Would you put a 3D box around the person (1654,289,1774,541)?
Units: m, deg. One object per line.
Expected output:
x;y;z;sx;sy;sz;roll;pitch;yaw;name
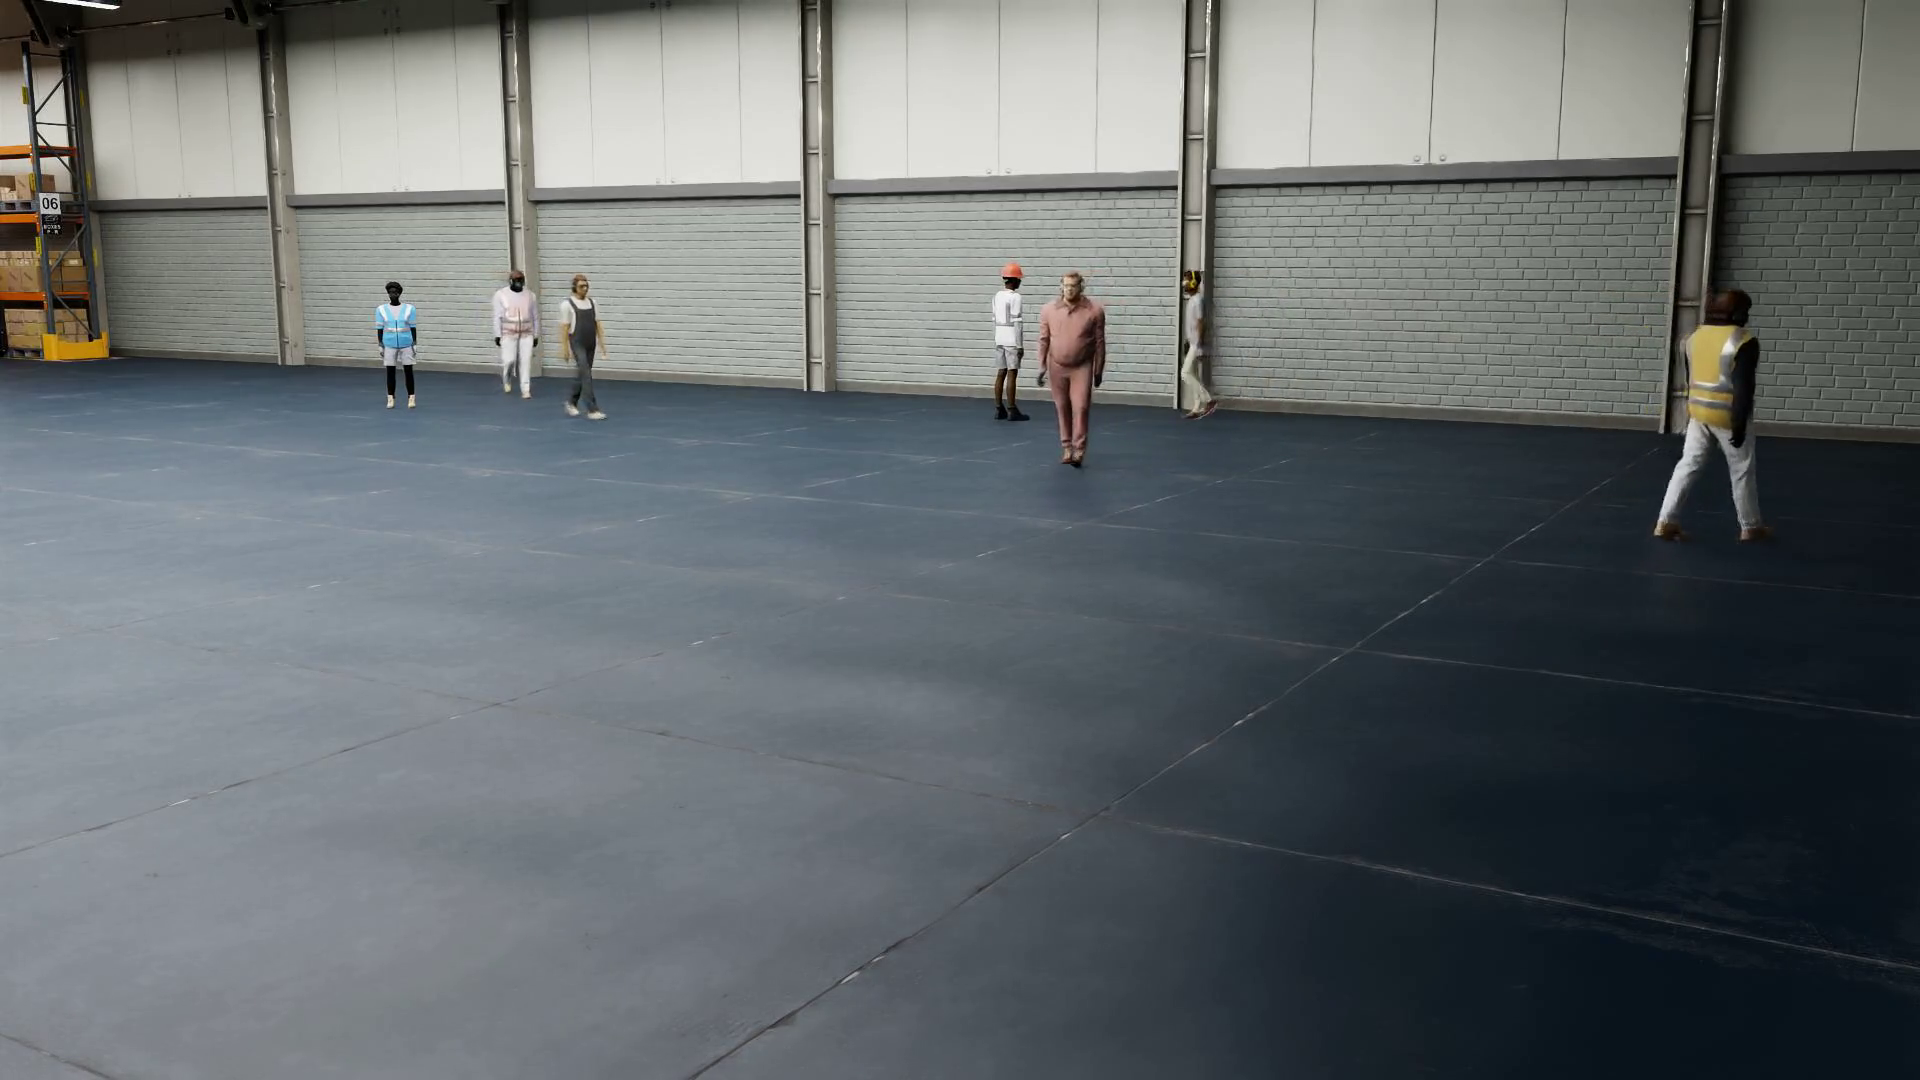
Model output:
5.355;-0.867;11.748;0.950;1.798;0.641;-4;10;-20;person

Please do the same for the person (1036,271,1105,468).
1.038;-1.621;15.934;0.642;1.865;0.949;3;10;15;person

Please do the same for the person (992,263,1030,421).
0.622;-2.438;20.511;0.374;1.939;0.545;-6;11;-31;person

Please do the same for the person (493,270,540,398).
-6.322;-2.935;23.741;0.647;1.828;0.523;-5;11;-26;person

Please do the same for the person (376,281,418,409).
-7.478;-2.587;22.116;0.530;1.689;0.321;-3;10;-16;person

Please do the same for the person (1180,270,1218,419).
2.906;-2.408;20.593;0.405;1.859;0.506;1;10;5;person

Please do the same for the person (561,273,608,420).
-4.748;-2.420;20.788;0.911;1.816;0.512;8;12;38;person
